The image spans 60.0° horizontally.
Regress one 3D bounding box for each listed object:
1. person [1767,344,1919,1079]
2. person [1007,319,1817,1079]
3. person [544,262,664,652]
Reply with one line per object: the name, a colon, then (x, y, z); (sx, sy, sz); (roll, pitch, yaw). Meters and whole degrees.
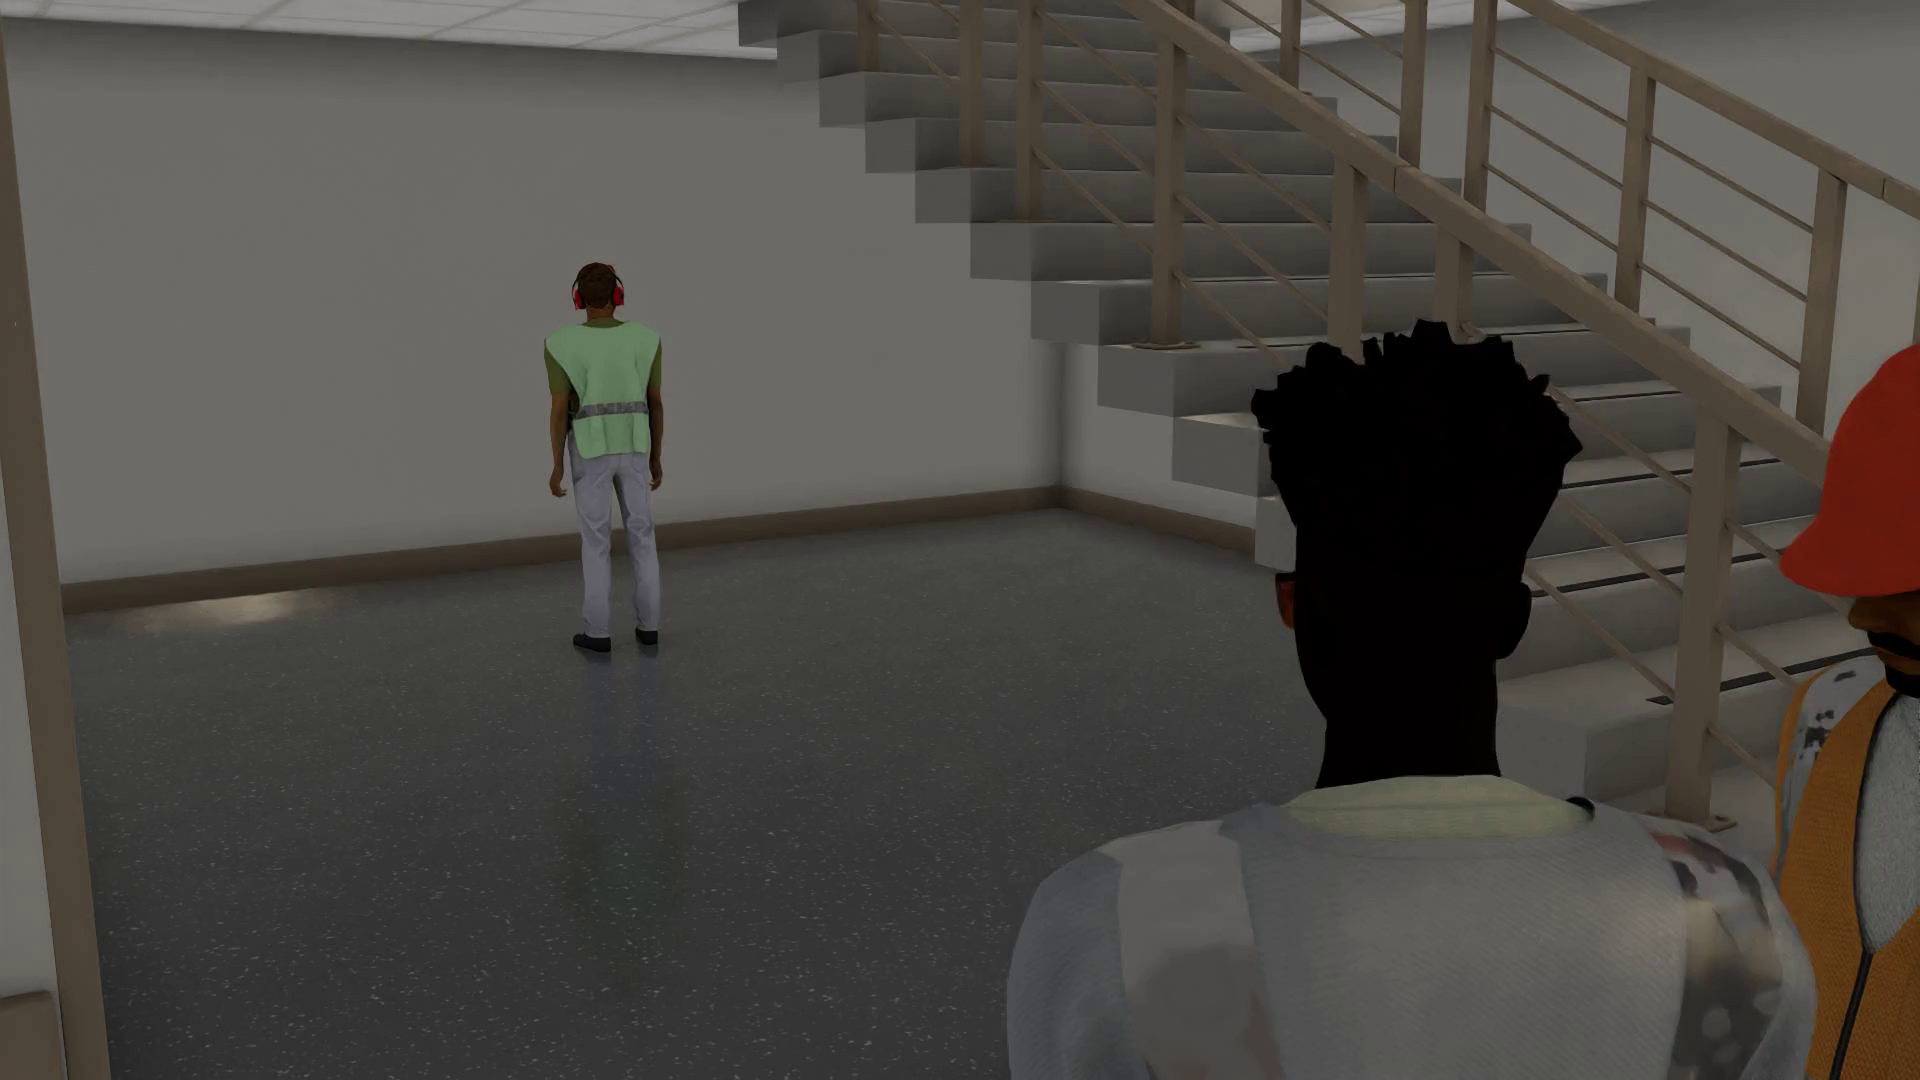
person: (0.923, 0.767, 1.617); (0.384, 1.927, 0.543); (-3, 11, -17)
person: (0.319, 0.810, 1.328); (0.612, 1.953, 0.389); (-2, 11, -9)
person: (-1.665, -0.381, 7.877); (0.565, 1.841, 0.396); (-6, 12, -30)
